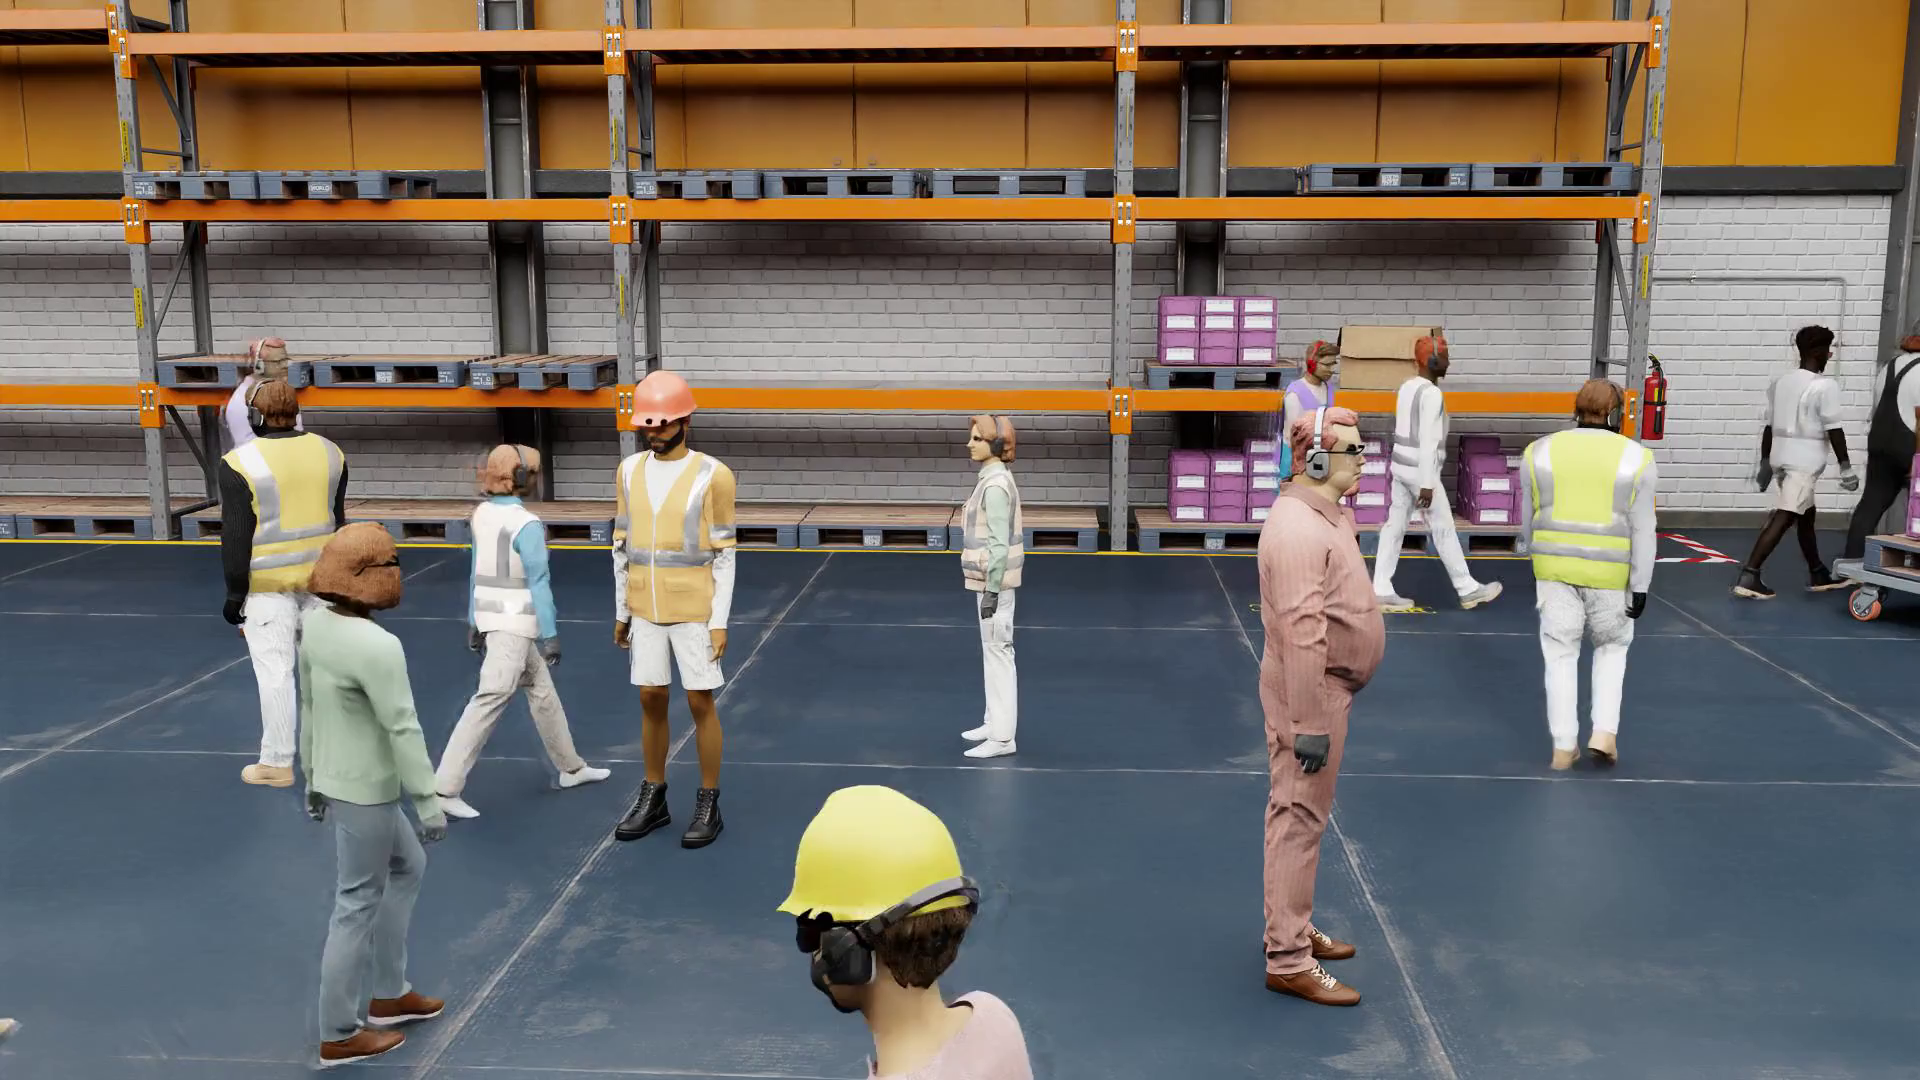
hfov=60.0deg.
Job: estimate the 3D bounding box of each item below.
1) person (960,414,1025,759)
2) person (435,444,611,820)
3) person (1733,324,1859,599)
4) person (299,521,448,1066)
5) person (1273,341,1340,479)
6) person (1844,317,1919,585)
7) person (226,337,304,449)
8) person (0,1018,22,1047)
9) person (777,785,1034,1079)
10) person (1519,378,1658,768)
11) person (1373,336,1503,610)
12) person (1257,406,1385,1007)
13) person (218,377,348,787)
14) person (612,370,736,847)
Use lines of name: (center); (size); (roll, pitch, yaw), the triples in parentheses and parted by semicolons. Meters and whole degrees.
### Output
person: (0.153, 0.216, 7.937); (0.306, 1.642, 0.523); (0, 10, -1)
person: (-1.949, 0.380, 7.153); (0.902, 1.586, 0.531); (-8, 12, -39)
person: (5.856, -0.538, 11.592); (1.022, 1.917, 0.621); (-1, 10, -8)
person: (-1.698, 0.740, 4.936); (0.564, 1.609, 0.516); (-8, 13, -40)
person: (2.474, -0.472, 11.519); (0.607, 1.801, 0.801); (-9, 14, -44)
person: (6.885, -0.664, 11.928); (1.029, 2.000, 0.700); (-1, 10, -7)
person: (-4.146, -0.302, 10.277); (0.741, 1.880, 0.674); (1, 10, 7)
person: (-3.182, 0.731, 4.866); (0.869, 1.644, 0.543); (1, 10, 8)
person: (0.003, 1.175, 2.126); (0.934, 1.713, 0.559); (5, 11, 25)
person: (2.913, 0.160, 7.758); (0.622, 1.820, 0.483); (5, 11, 28)
person: (3.200, -0.432, 11.134); (0.923, 1.841, 0.606); (-1, 10, -8)
person: (1.160, 0.519, 5.396); (0.409, 1.908, 0.639); (2, 10, 12)
person: (-3.064, 0.188, 7.526); (0.429, 1.844, 0.627); (6, 11, 30)
person: (-1.168, 0.280, 6.718); (0.543, 1.933, 0.364); (3, 10, 19)
